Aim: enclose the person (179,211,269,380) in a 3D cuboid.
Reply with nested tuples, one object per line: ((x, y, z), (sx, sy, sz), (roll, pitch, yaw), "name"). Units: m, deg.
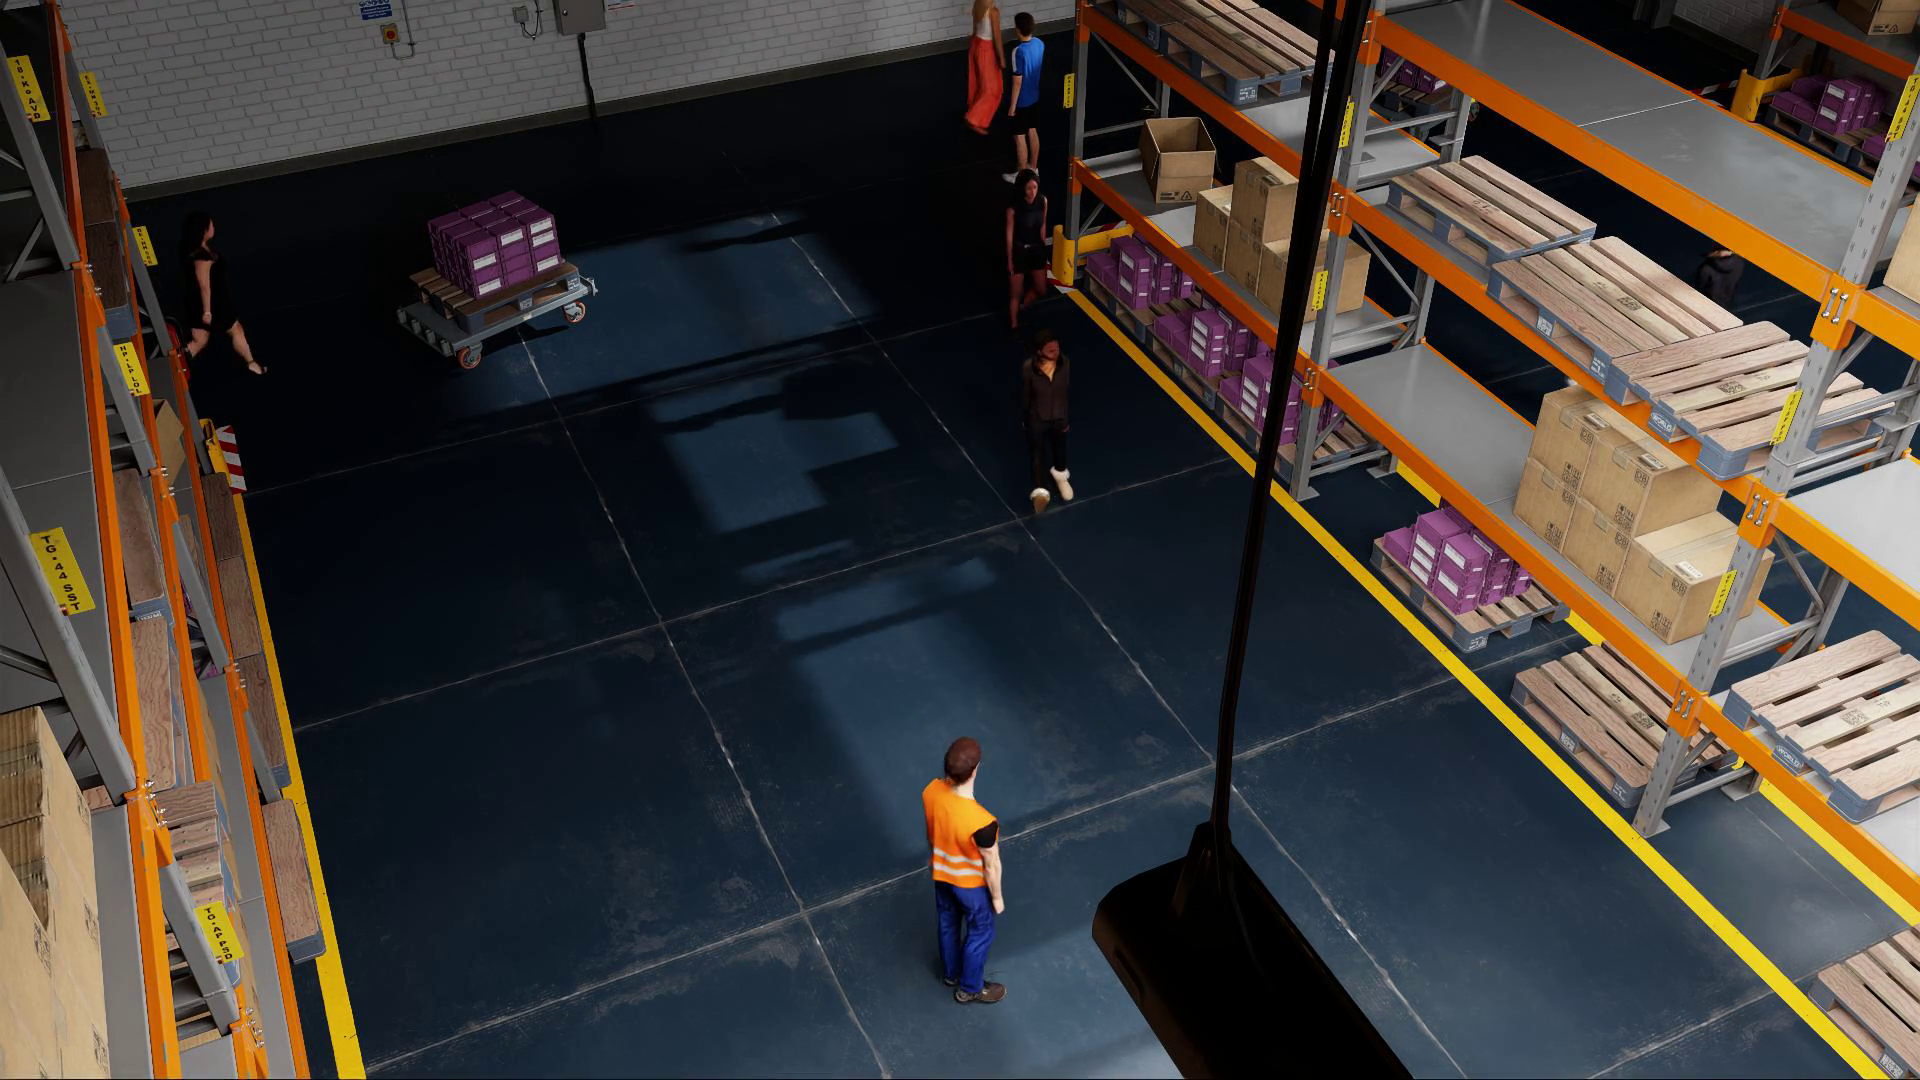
((-6.613, -1.971, 14.424), (0.959, 1.656, 1.144), (-29, 47, -32), "person")

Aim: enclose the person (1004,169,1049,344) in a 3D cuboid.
((0.548, -2.620, 15.183), (0.665, 1.722, 0.686), (-19, 42, -22), "person")

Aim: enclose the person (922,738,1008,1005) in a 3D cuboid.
((0.019, 1.898, 9.398), (0.890, 1.881, 0.740), (-32, 48, -33), "person")

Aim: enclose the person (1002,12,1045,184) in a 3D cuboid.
((0.686, -4.696, 17.667), (0.756, 1.867, 0.754), (23, 44, 26), "person")

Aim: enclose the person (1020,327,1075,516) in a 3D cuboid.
((0.732, -0.876, 13.065), (1.027, 1.640, 0.788), (-15, 41, -18), "person")

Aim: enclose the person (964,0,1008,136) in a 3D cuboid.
((0.262, -5.424, 18.640), (0.602, 1.791, 0.762), (31, 48, 33), "person")
